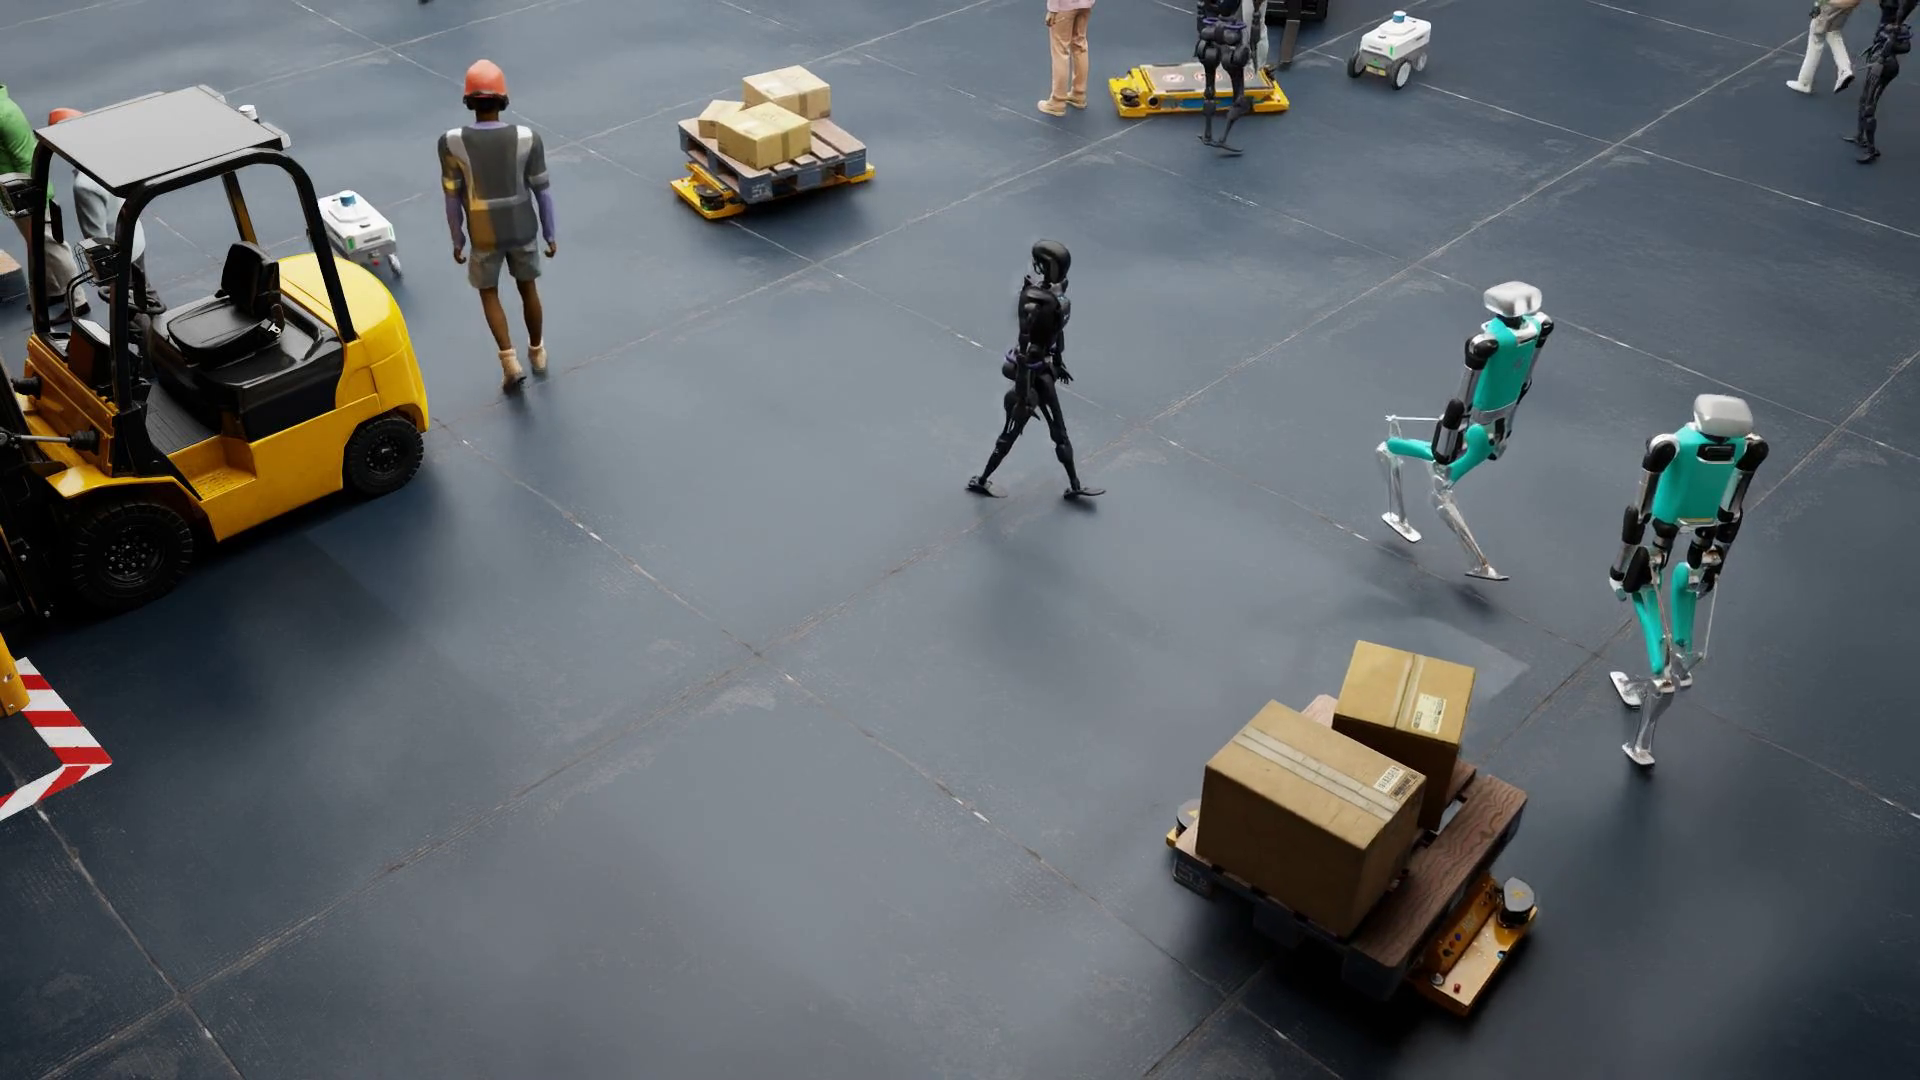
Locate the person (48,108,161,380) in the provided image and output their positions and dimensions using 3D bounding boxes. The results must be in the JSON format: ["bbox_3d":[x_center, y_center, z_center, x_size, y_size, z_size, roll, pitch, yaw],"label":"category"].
[{"bbox_3d":[-5.189,-1.802,10.178,0.352,1.742,0.572,-4,37,-5],"label":"person"}]

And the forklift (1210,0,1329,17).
[{"bbox_3d":[3.106,-6.400,15.960,1.214,2.155,2.313,8,37,10],"label":"forklift"}]

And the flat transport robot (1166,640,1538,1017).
[{"bbox_3d":[1.654,1.412,7.106,1.431,0.231,0.659,27,44,31],"label":"flat transport robot"}]

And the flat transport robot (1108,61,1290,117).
[{"bbox_3d":[2.019,-3.823,14.114,1.431,0.231,0.659,-3,37,-4],"label":"flat transport robot"}]

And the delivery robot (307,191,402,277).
[{"bbox_3d":[-4.227,-2.151,11.631,0.499,0.587,0.777,-25,43,-29],"label":"delivery robot"}]

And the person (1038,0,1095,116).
[{"bbox_3d":[0.919,-4.361,13.578,0.409,1.775,0.536,29,45,33],"label":"person"}]

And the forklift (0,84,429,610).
[{"bbox_3d":[-4.145,-1.093,8.856,2.313,2.155,1.214,-31,47,-34],"label":"forklift"}]

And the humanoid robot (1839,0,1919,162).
[{"bbox_3d":[7.195,-3.797,12.908,0.361,1.645,0.596,12,38,15],"label":"humanoid robot"}]

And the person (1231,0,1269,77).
[{"bbox_3d":[2.395,-4.679,13.883,0.395,1.930,0.630,-14,39,-18],"label":"person"}]

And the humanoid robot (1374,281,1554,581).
[{"bbox_3d":[2.533,-0.598,8.571,0.539,1.741,1.025,-22,42,-26],"label":"humanoid robot"}]

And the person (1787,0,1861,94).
[{"bbox_3d":[7.349,-4.494,13.870,0.538,1.622,0.436,-15,39,-19],"label":"person"}]

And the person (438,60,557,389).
[{"bbox_3d":[-2.750,-1.854,10.032,0.635,2.017,0.620,-12,39,-16],"label":"person"}]

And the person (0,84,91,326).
[{"bbox_3d":[-6.068,-2.251,10.748,0.536,1.782,0.387,30,46,34],"label":"person"}]

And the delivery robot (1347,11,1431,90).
[{"bbox_3d":[3.778,-4.290,14.513,0.499,0.610,0.804,28,45,32],"label":"delivery robot"}]

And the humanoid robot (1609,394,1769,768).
[{"bbox_3d":[3.258,0.267,7.429,0.551,1.782,0.877,-3,37,-4],"label":"humanoid robot"}]

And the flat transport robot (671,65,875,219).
[{"bbox_3d":[-1.431,-2.812,12.761,1.431,0.231,0.659,-21,42,-26],"label":"flat transport robot"}]

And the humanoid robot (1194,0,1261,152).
[{"bbox_3d":[2.054,-3.870,13.007,0.588,1.646,0.457,24,43,28],"label":"humanoid robot"}]

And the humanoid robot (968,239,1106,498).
[{"bbox_3d":[0.415,-0.896,9.059,0.785,1.620,0.608,15,39,20],"label":"humanoid robot"}]
